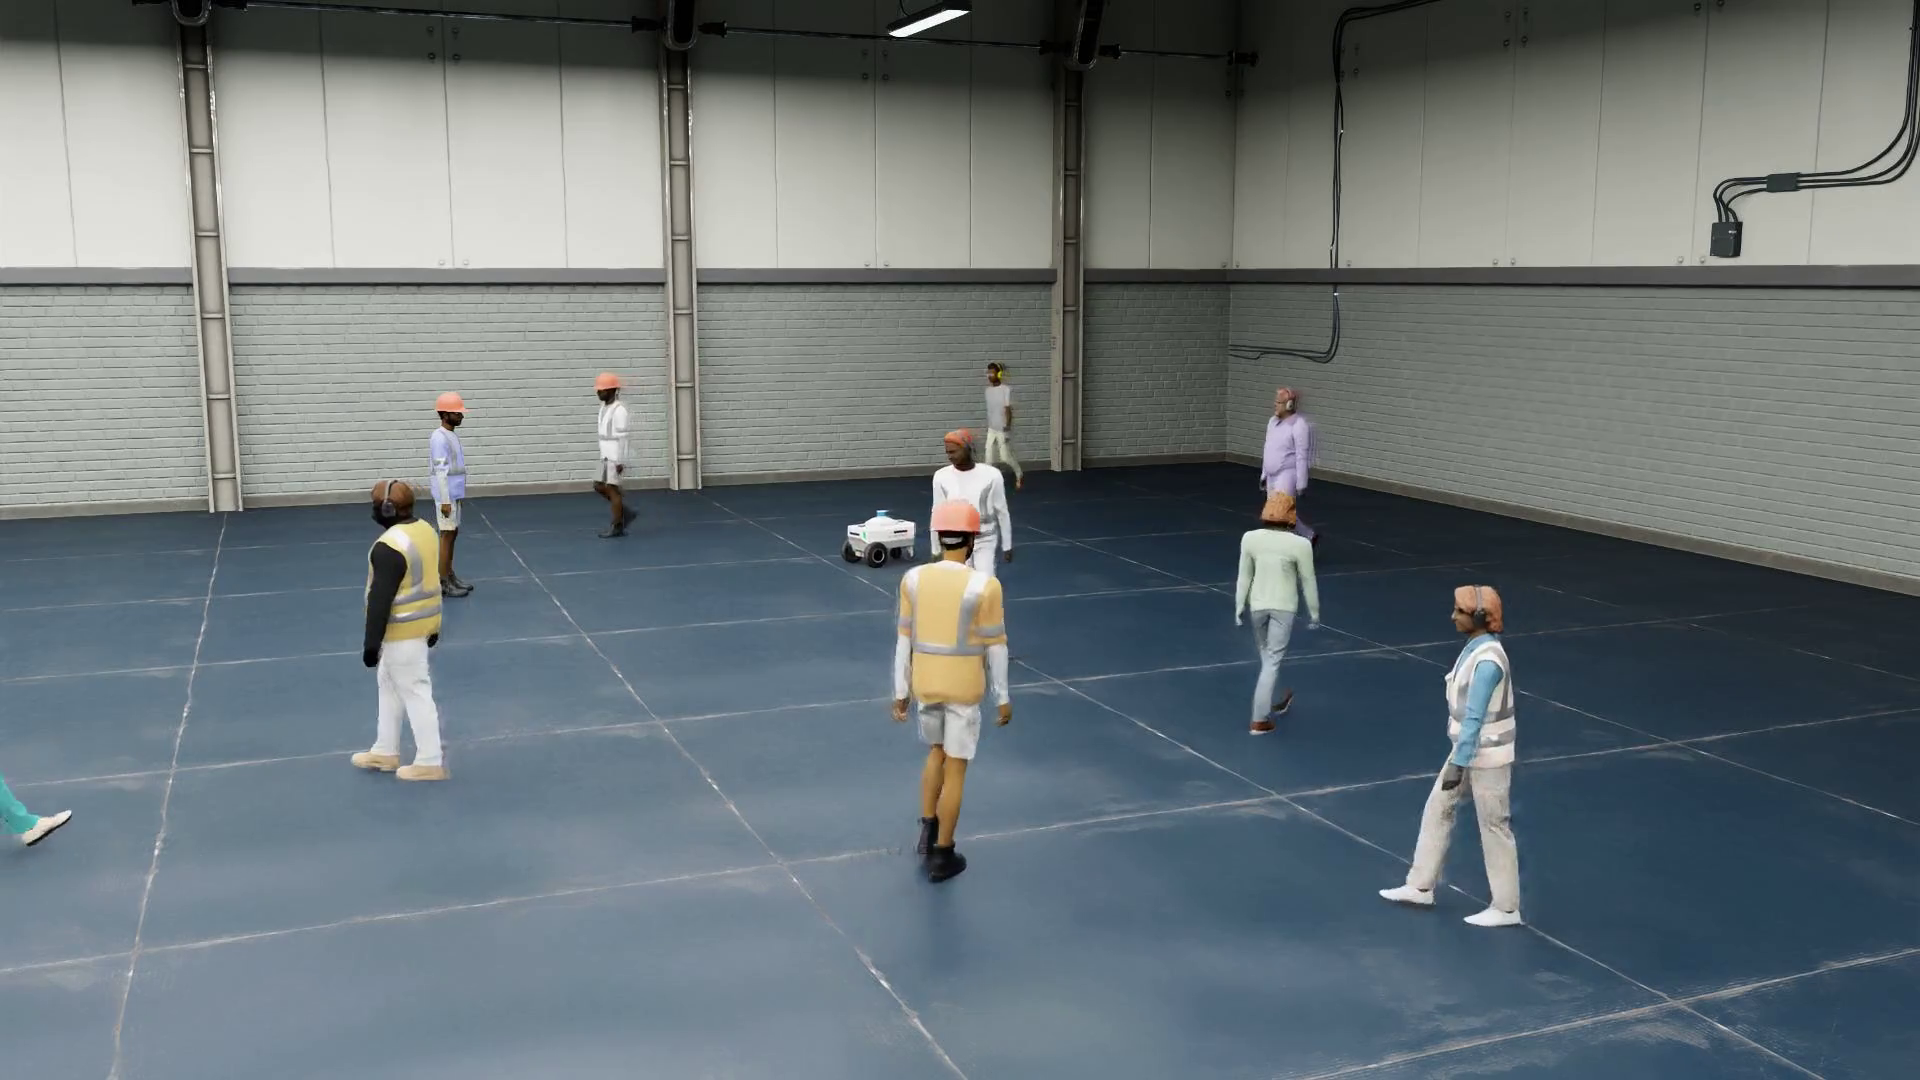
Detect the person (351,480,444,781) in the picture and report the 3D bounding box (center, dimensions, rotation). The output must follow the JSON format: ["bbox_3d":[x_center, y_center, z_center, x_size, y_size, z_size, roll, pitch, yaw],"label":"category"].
[{"bbox_3d":[-3.456,0.549,9.952,0.756,1.819,0.654,0,9,2],"label":"person"}]

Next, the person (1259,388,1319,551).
[{"bbox_3d":[3.419,-0.648,17.279,0.757,1.885,0.657,-3,9,-18],"label":"person"}]

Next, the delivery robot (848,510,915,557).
[{"bbox_3d":[-0.822,-0.068,17.500,0.707,0.478,0.477,-7,12,-39],"label":"delivery robot"}]

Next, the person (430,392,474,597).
[{"bbox_3d":[-4.805,-0.432,15.753,0.375,1.935,0.551,-1,9,-5],"label":"person"}]

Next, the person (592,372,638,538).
[{"bbox_3d":[-4.022,-0.979,19.223,0.447,1.921,0.575,-6,11,-34],"label":"person"}]

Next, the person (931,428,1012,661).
[{"bbox_3d":[0.087,0.041,13.029,0.597,1.854,0.499,3,10,21],"label":"person"}]

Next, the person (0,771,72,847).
[{"bbox_3d":[-5.072,0.832,8.464,0.918,1.715,0.547,-8,12,-42],"label":"person"}]

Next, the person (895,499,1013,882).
[{"bbox_3d":[-0.030,0.749,8.409,0.560,1.910,0.561,5,10,29],"label":"person"}]

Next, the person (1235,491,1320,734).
[{"bbox_3d":[2.164,0.464,11.179,0.530,1.588,0.829,7,11,37],"label":"person"}]

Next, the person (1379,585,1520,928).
[{"bbox_3d":[2.295,1.010,7.729,0.729,1.613,0.518,1,9,7],"label":"person"}]

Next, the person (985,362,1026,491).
[{"bbox_3d":[0.577,-1.534,22.966,0.515,1.854,0.747,9,13,44],"label":"person"}]
